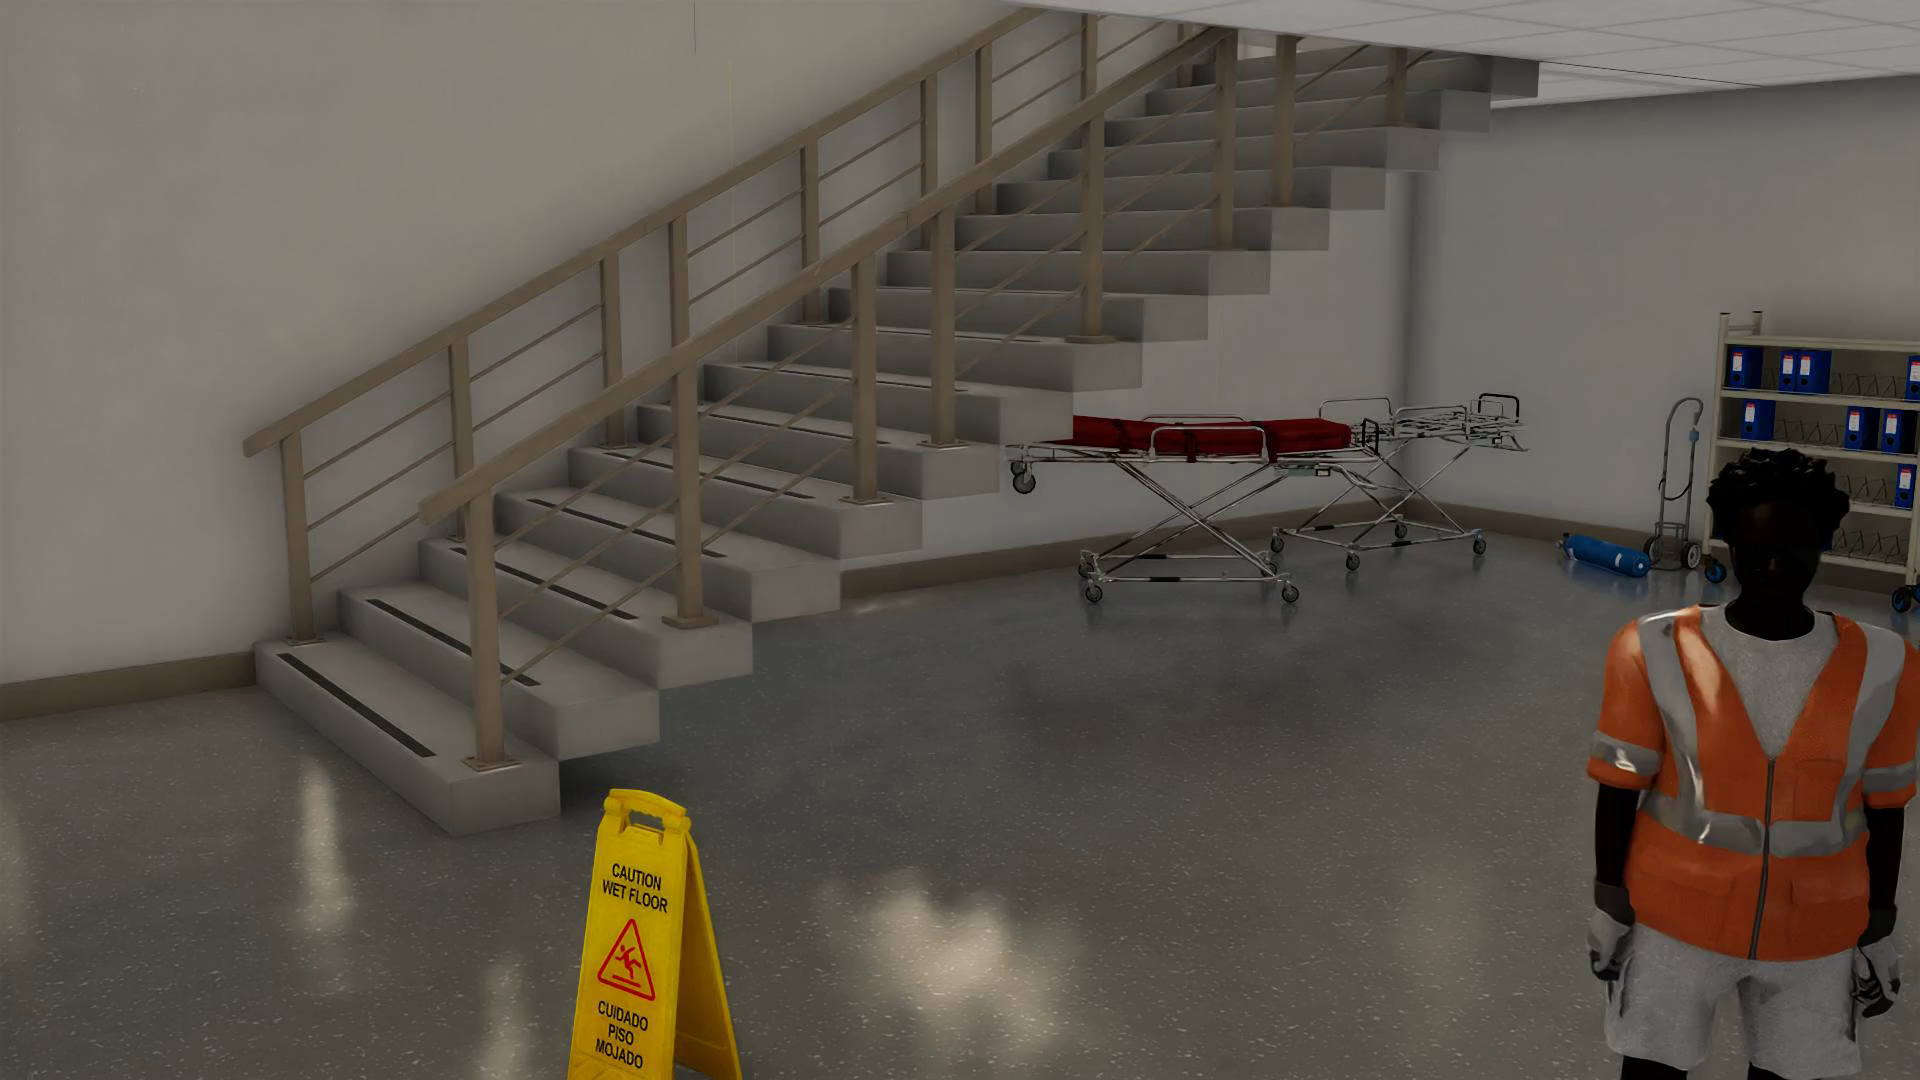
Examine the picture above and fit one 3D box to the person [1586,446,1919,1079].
[{"bbox_3d":[1.377,0.677,2.936,0.539,1.695,0.319,3,10,15],"label":"person"}]
